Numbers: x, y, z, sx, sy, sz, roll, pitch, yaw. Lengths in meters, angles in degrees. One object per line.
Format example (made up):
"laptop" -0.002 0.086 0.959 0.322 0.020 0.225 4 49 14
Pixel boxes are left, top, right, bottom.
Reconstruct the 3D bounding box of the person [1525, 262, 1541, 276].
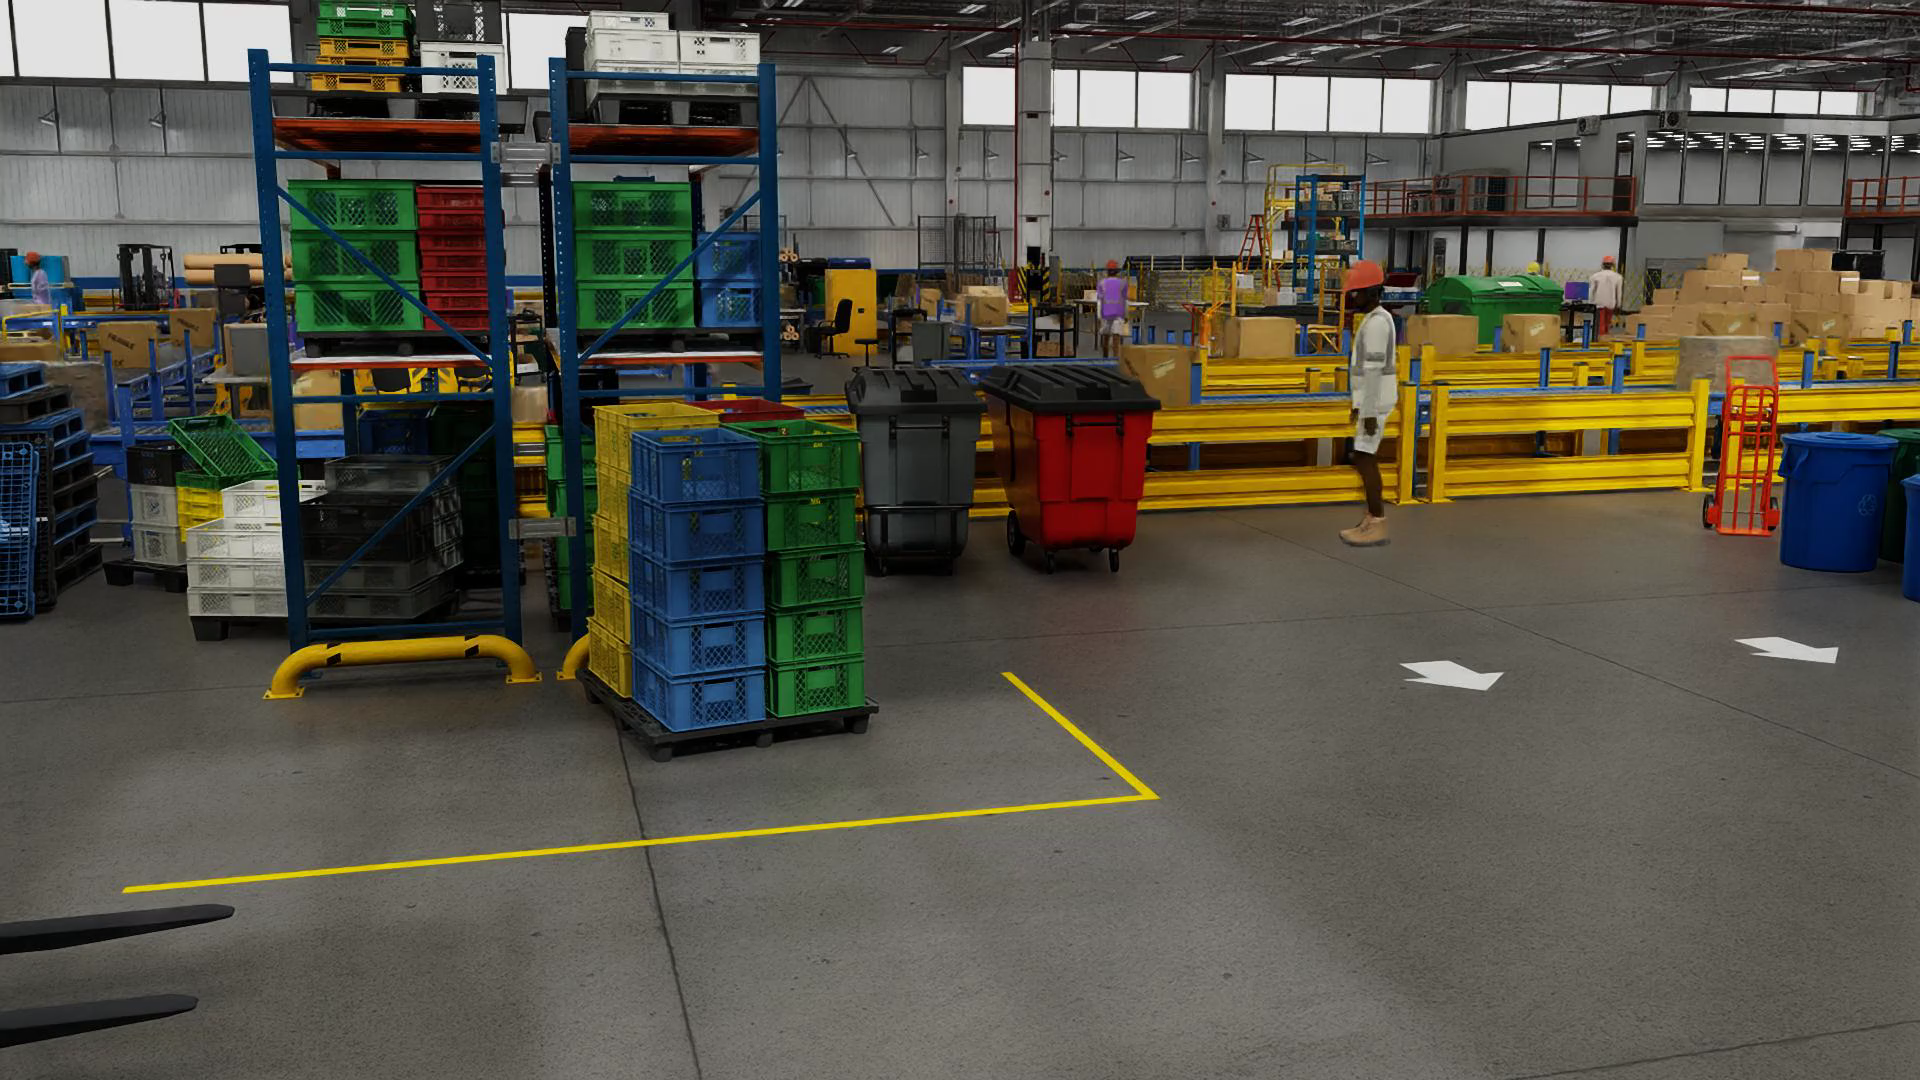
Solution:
"person" 12.025 -4.935 34.951 0.421 1.801 0.625 6 12 32

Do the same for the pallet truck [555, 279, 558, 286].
"pallet truck" -10.604 -6.375 44.520 0.653 1.274 1.630 -3 10 -15

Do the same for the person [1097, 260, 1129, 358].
"person" 2.656 -3.919 28.980 0.551 1.884 1.008 1 10 7

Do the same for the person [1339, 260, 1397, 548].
"person" 2.895 -0.973 11.862 0.417 2.031 0.710 2 10 12

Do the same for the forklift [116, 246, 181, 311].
"forklift" -19.966 -6.232 40.894 1.157 1.987 2.680 -3 10 -15

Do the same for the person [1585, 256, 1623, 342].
"person" 12.841 -4.687 33.162 0.622 1.947 1.023 1 10 4

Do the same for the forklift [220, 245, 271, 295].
"forklift" -17.749 -6.334 41.440 1.157 1.987 2.680 -3 10 -17

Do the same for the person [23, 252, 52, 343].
"person" -18.031 -4.620 32.544 0.523 2.016 0.646 -8 13 -37

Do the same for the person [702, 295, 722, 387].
"person" -3.195 -2.409 20.406 0.654 1.882 0.687 -9 14 -43
